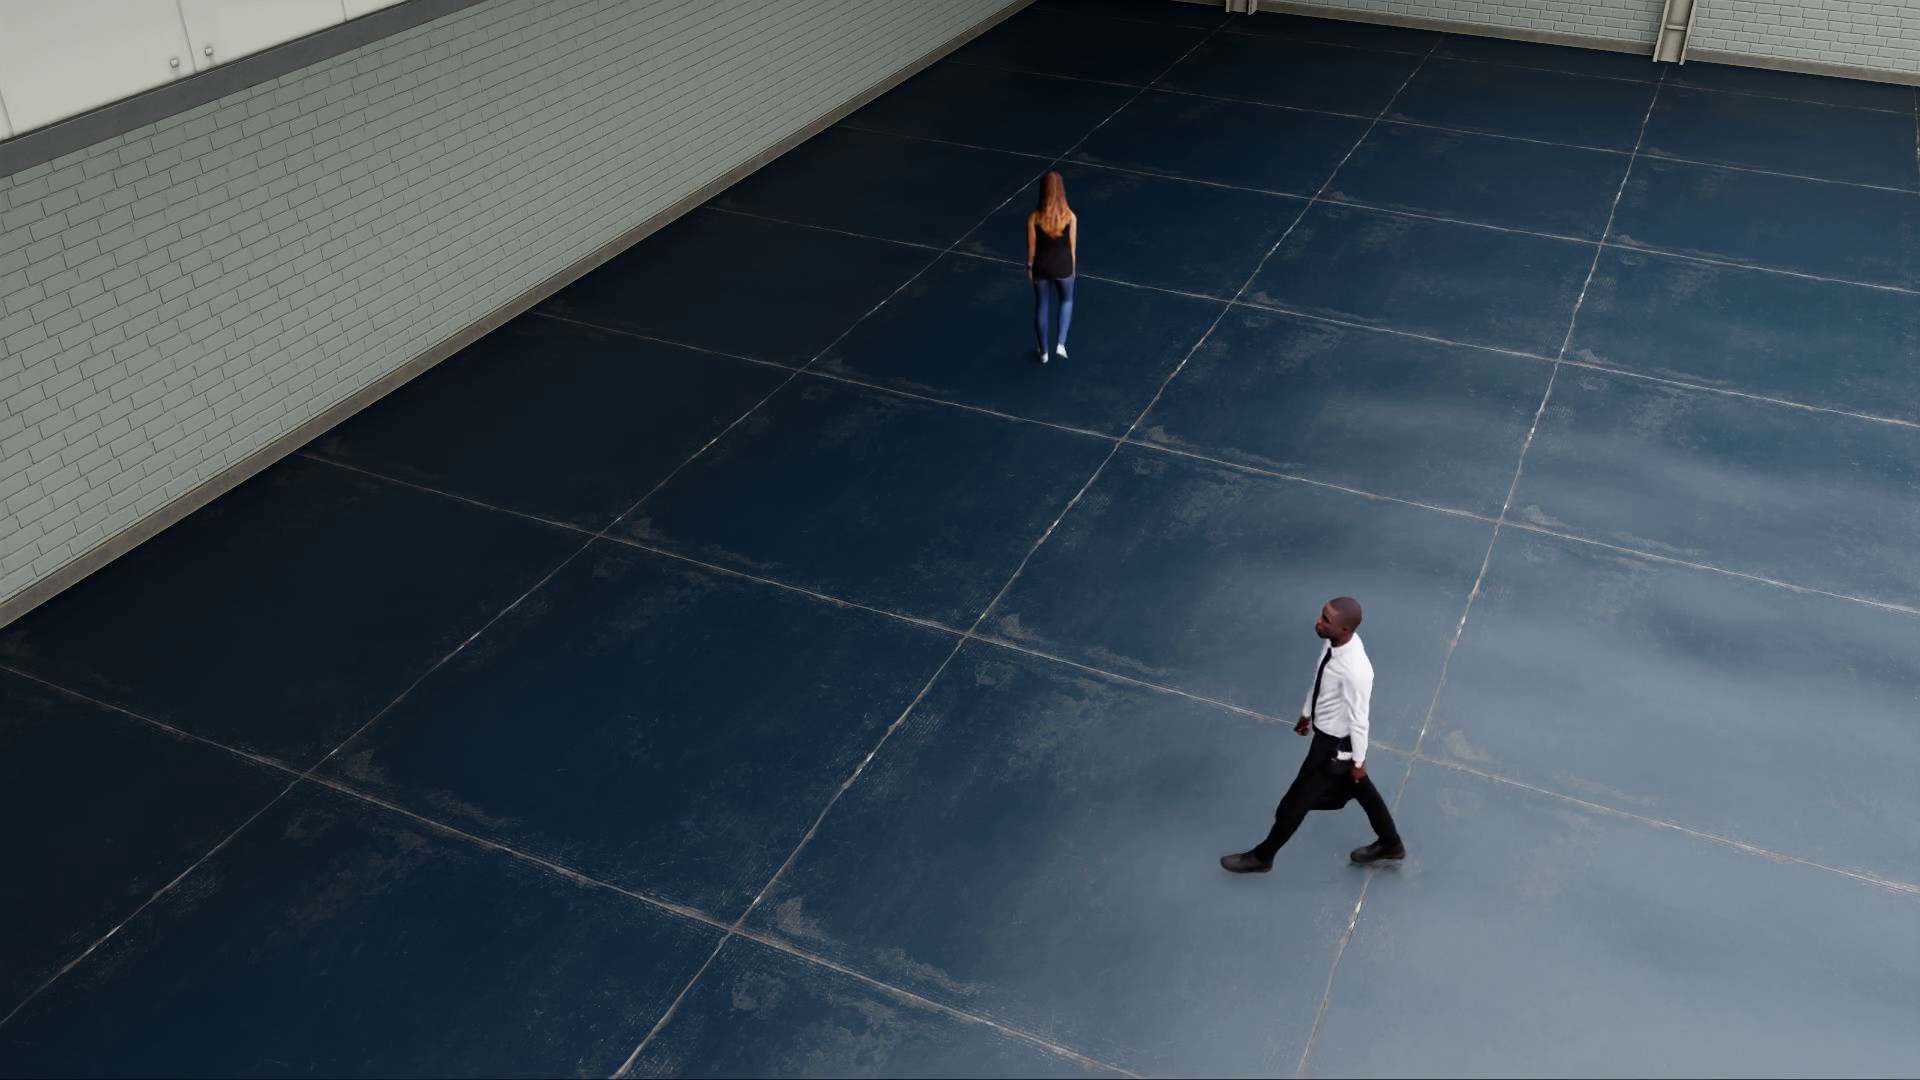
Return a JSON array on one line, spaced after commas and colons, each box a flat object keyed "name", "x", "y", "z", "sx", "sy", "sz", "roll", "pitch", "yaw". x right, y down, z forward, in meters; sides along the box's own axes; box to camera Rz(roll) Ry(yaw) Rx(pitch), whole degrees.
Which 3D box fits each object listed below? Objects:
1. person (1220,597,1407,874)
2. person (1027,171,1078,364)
[{"name": "person", "x": 2.094, "y": 1.087, "z": 8.826, "sx": 1.354, "sy": 1.777, "sz": 1.026, "roll": 1, "pitch": 32, "yaw": 1}, {"name": "person", "x": 0.792, "y": -2.277, "z": 14.220, "sx": 0.703, "sy": 1.712, "sz": 0.762, "roll": 2, "pitch": 32, "yaw": 3}]
